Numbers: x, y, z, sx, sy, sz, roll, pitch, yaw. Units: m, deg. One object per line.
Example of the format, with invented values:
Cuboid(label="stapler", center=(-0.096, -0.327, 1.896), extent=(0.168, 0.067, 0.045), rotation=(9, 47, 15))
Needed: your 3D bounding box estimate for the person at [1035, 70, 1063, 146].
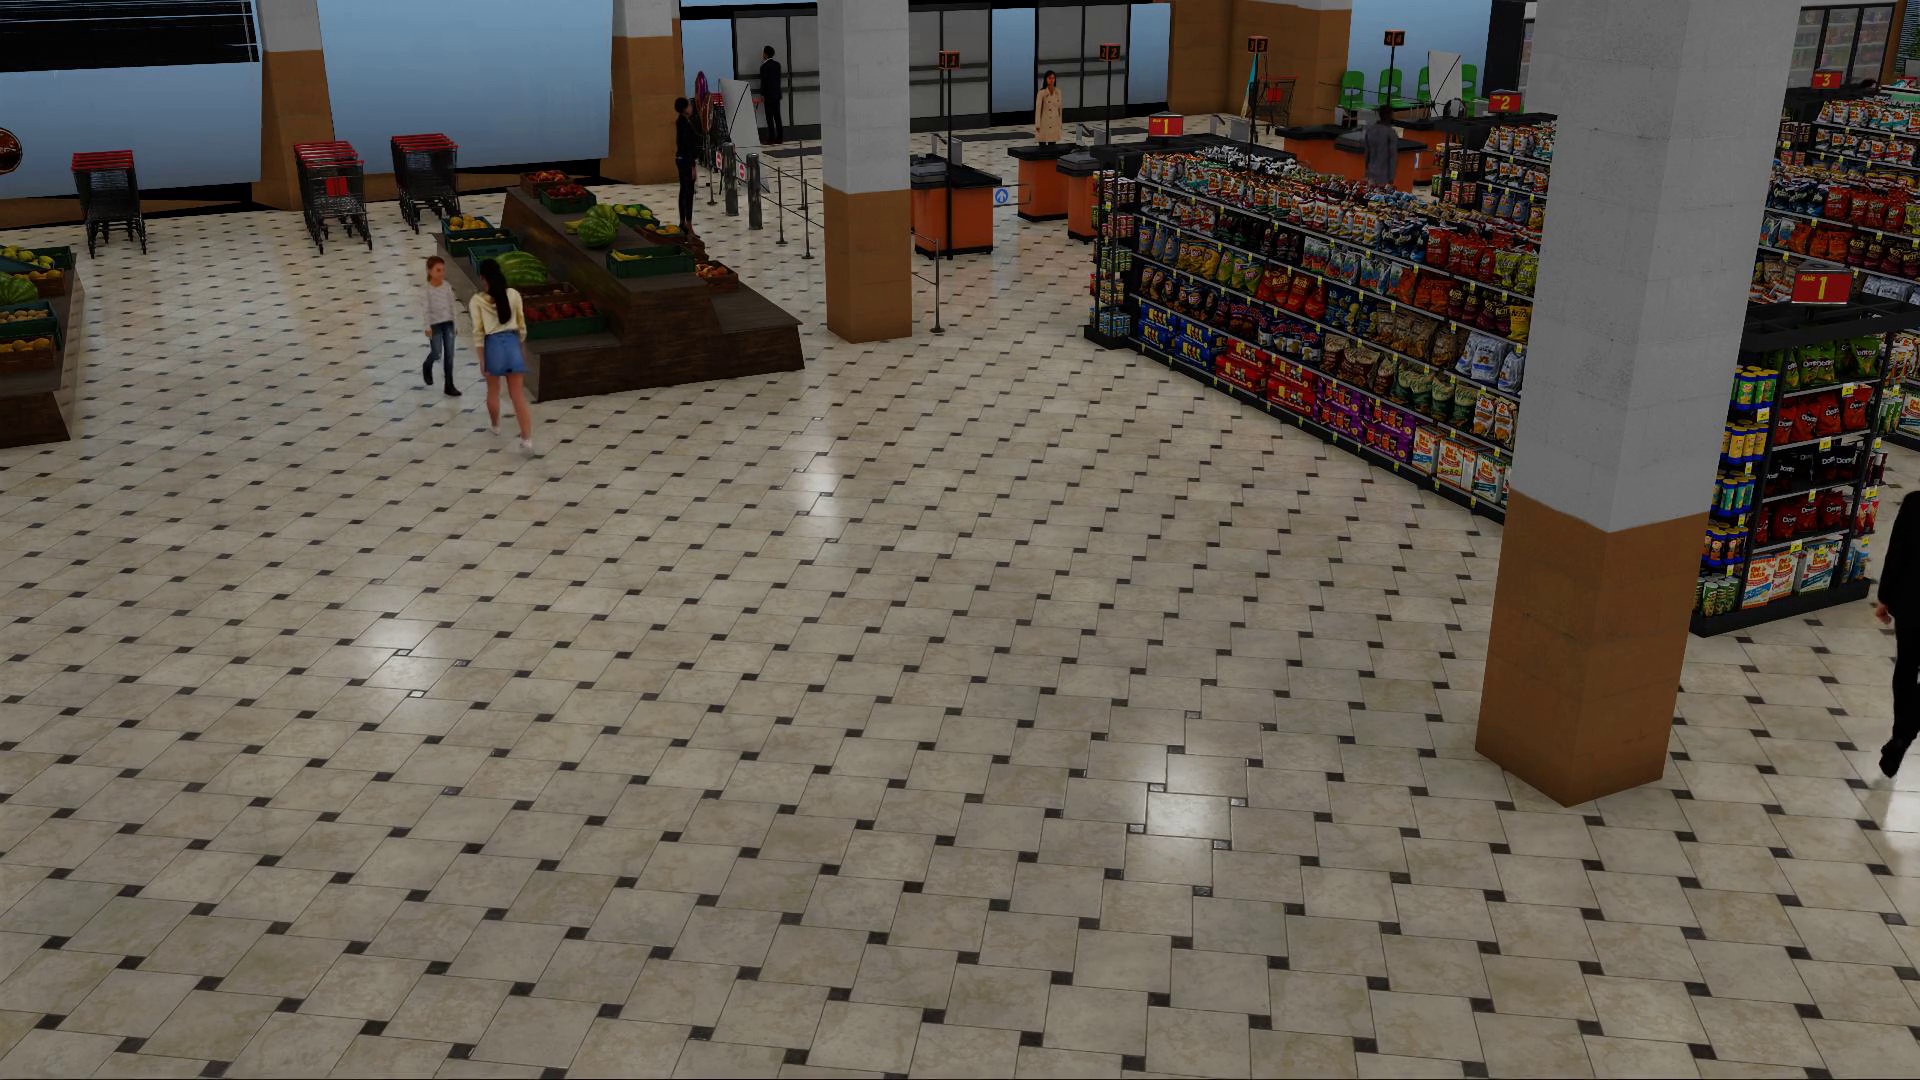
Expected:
Cuboid(label="person", center=(1.401, -6.565, 26.322), extent=(0.624, 1.681, 0.516), rotation=(-10, 24, -23))

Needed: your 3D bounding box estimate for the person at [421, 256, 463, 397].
Cuboid(label="person", center=(-4.863, -1.988, 15.438), extent=(0.807, 1.302, 0.639), rotation=(19, 28, 39))

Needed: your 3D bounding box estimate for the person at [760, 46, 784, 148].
Cuboid(label="person", center=(-3.337, -7.898, 29.582), extent=(0.676, 1.723, 0.707), rotation=(17, 27, 36))

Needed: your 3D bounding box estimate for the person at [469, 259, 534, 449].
Cuboid(label="person", center=(-3.773, -1.498, 13.845), extent=(0.658, 1.581, 1.157), rotation=(-11, 25, -26))

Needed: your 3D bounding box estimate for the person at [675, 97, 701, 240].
Cuboid(label="person", center=(-3.630, -4.934, 22.057), extent=(0.666, 1.834, 0.452), rotation=(-10, 24, -24))

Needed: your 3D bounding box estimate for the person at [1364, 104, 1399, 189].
Cuboid(label="person", center=(5.319, -4.643, 21.392), extent=(0.994, 1.790, 1.190), rotation=(-18, 28, -38))

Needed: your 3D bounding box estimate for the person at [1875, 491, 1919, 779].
Cuboid(label="person", center=(5.134, 0.374, 8.806), extent=(1.222, 1.864, 1.087), rotation=(18, 28, 37))
